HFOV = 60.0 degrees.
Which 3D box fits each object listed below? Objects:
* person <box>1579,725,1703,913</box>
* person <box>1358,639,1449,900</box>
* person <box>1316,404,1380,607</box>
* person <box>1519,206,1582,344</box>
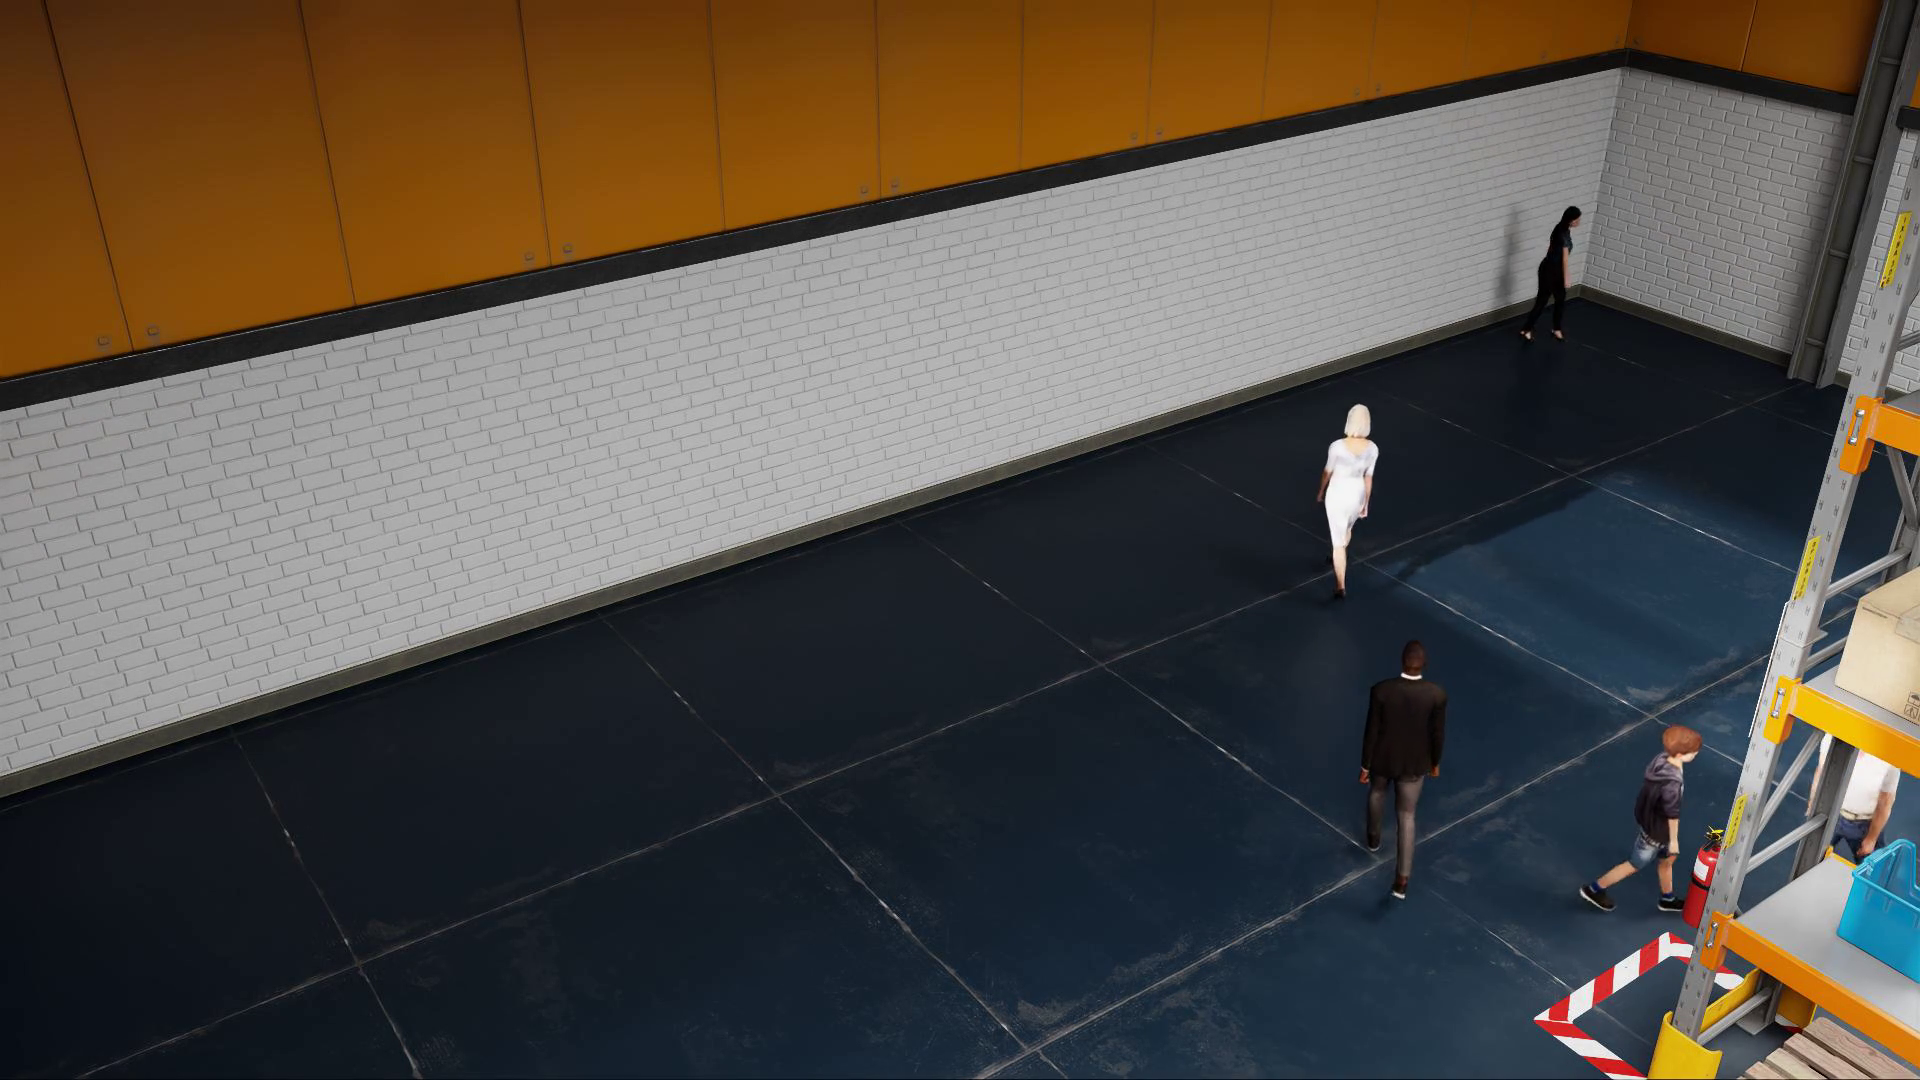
[{"bbox_3d":[4.337,1.794,10.509,1.018,1.417,0.942,6,29,10],"label":"person"},{"bbox_3d":[2.838,1.491,10.701,1.163,1.764,1.249,4,29,7],"label":"person"},{"bbox_3d":[3.257,-0.270,13.994,0.922,1.702,1.145,-2,29,-4],"label":"person"},{"bbox_3d":[6.728,-3.039,19.078,0.935,1.695,0.868,1,29,2],"label":"person"}]
